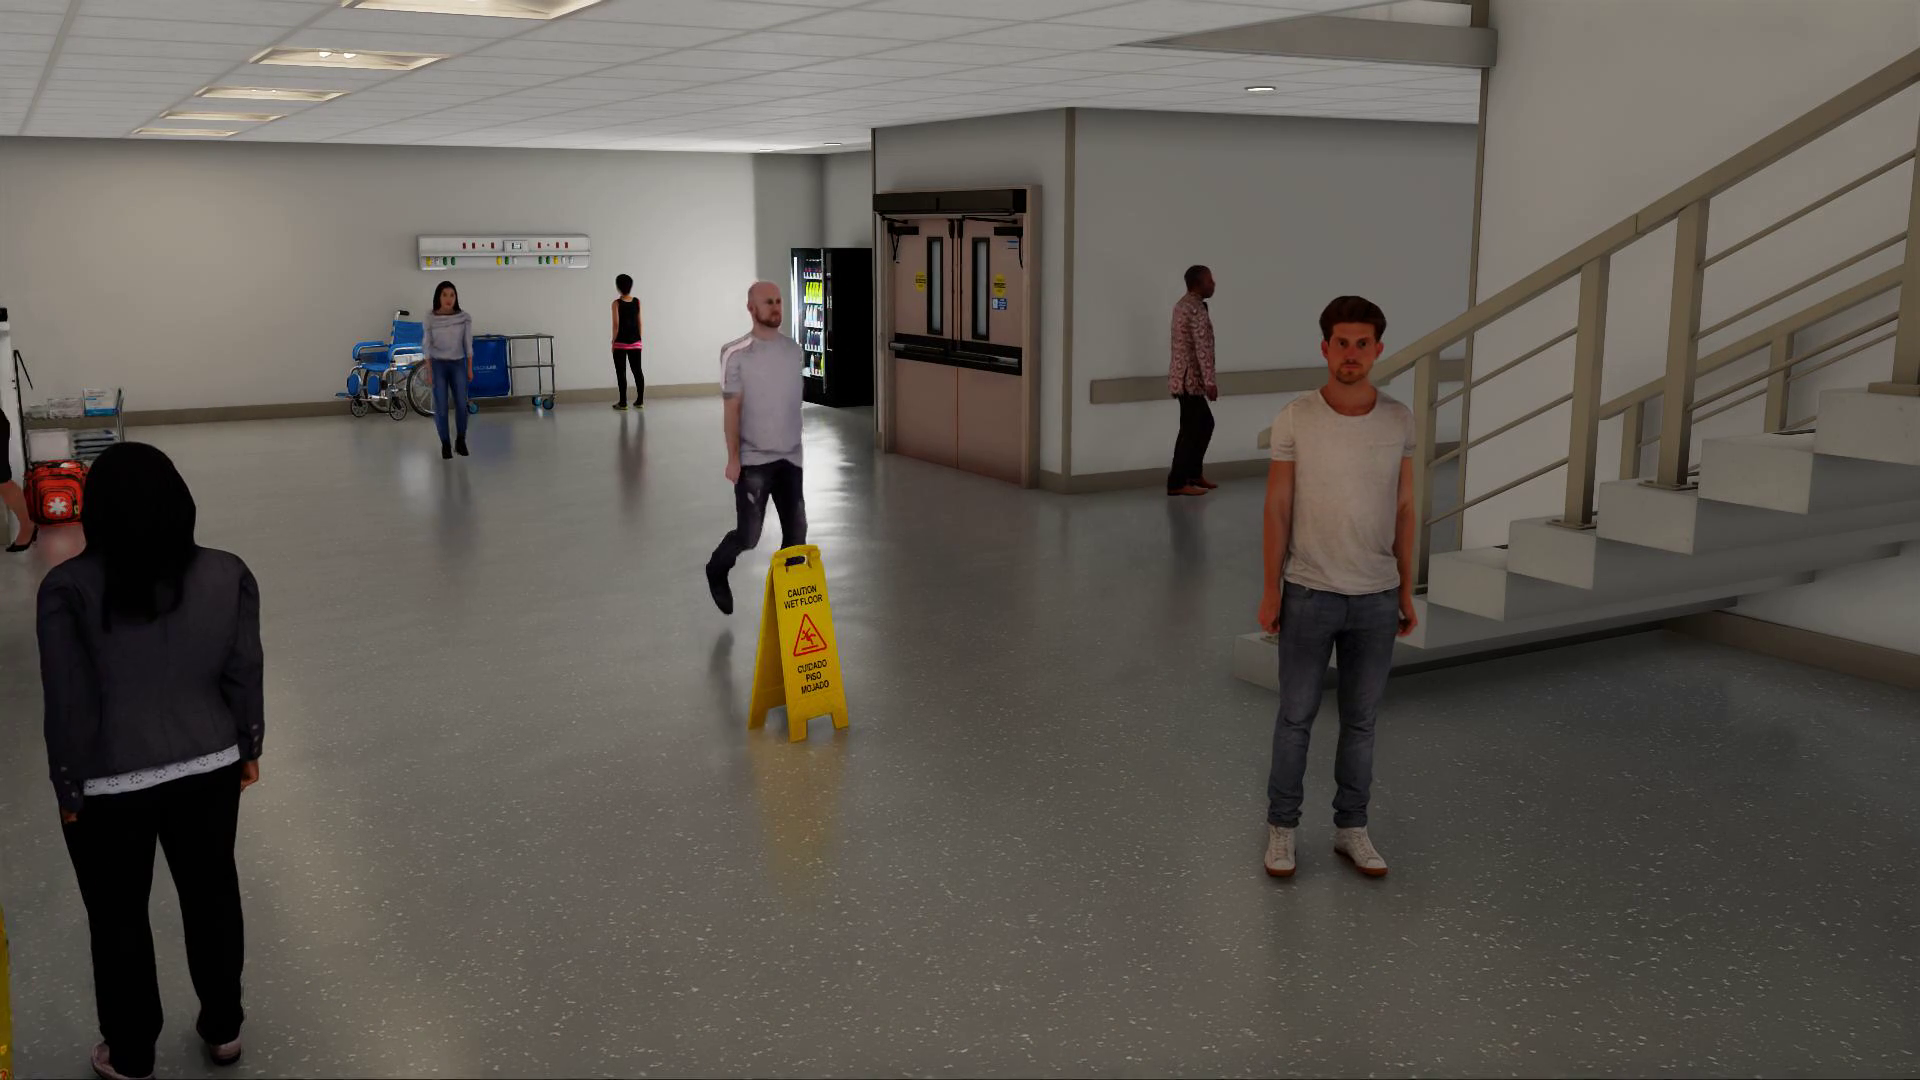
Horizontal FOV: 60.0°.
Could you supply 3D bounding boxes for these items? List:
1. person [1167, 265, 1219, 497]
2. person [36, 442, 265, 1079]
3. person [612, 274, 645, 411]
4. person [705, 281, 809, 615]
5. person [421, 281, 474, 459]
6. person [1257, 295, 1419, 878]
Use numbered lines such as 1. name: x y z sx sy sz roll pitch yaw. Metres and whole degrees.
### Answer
1. person: 1.716 -1.220 12.945 0.895 1.784 0.783 -2 11 -8
2. person: -1.987 0.554 4.096 0.736 1.598 0.738 -10 15 -44
3. person: -3.850 -2.297 19.237 0.573 1.554 0.560 -9 14 -40
4. person: -1.047 -0.418 8.652 0.799 1.809 1.133 -9 14 -41
5. person: -4.663 -1.523 15.024 0.636 1.604 0.656 -5 12 -24
6. person: 1.233 0.154 5.411 0.743 1.893 0.707 -1 11 -4
